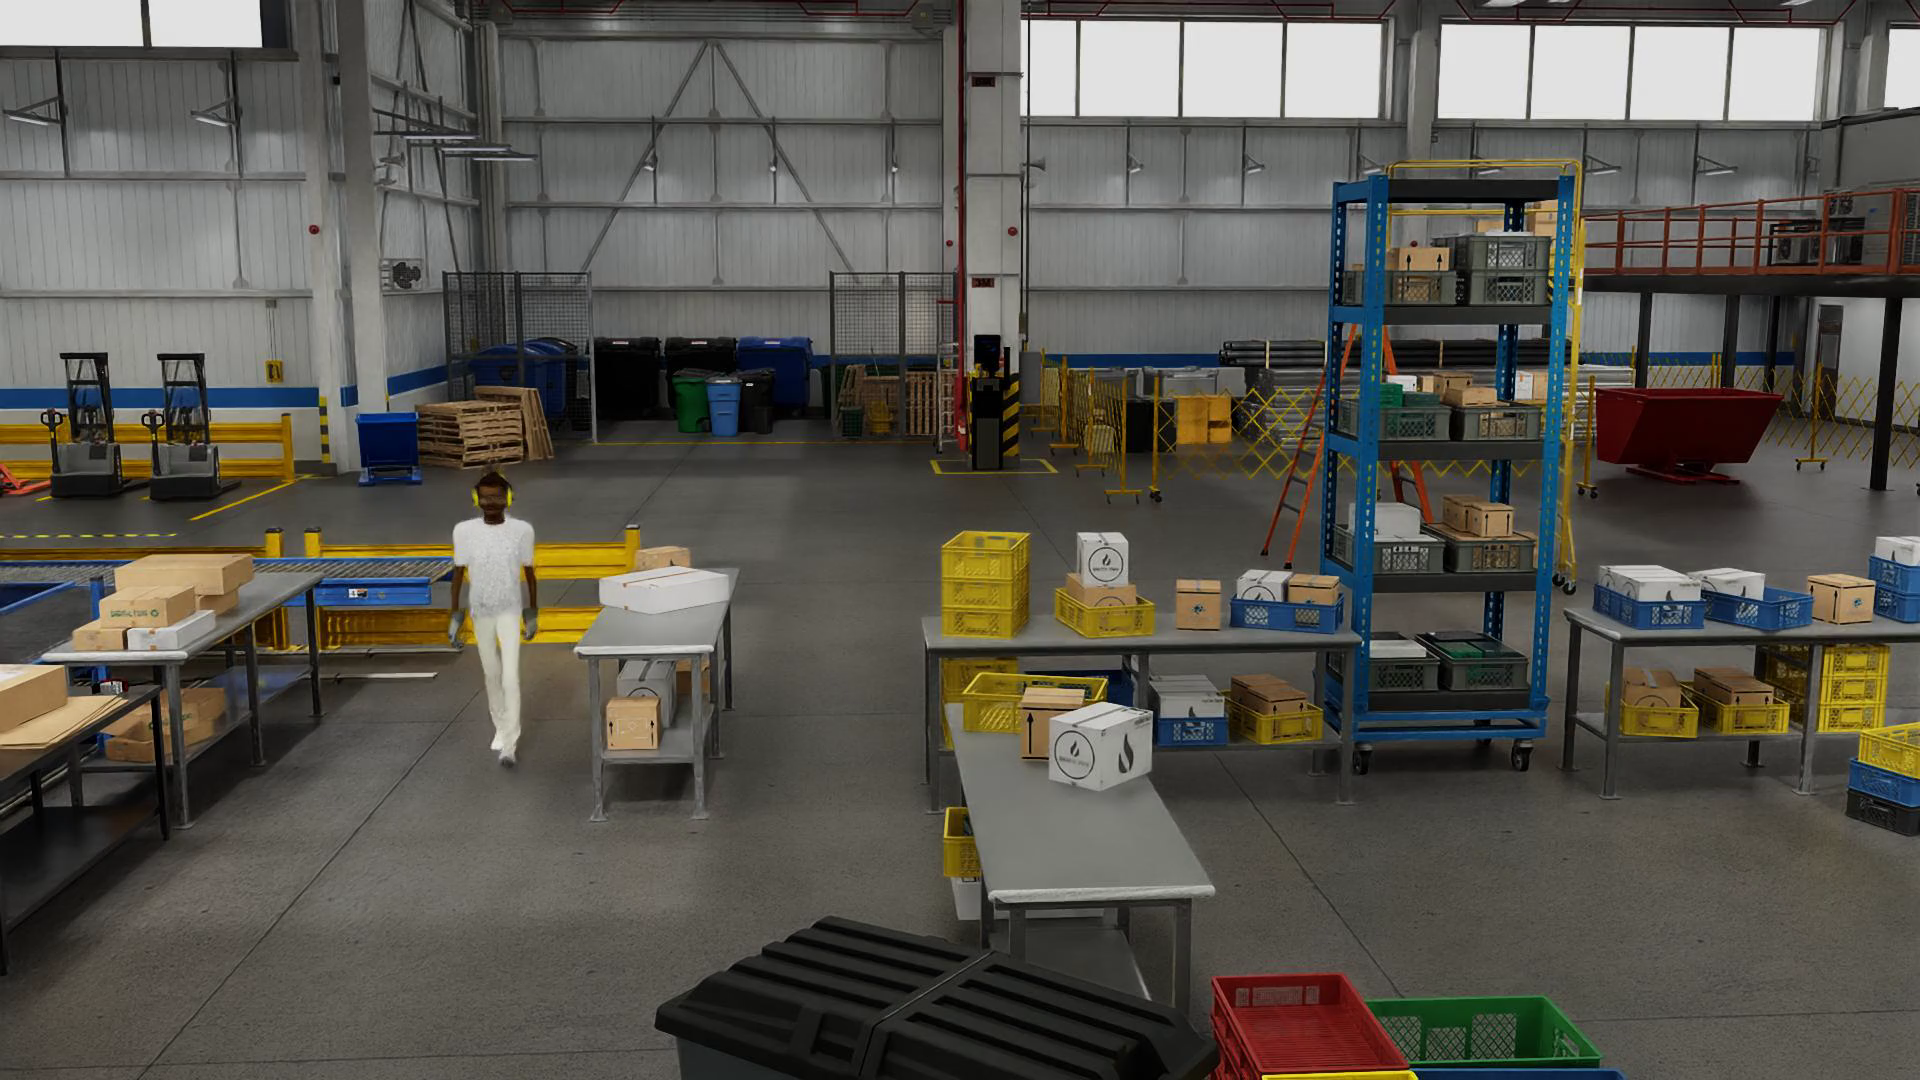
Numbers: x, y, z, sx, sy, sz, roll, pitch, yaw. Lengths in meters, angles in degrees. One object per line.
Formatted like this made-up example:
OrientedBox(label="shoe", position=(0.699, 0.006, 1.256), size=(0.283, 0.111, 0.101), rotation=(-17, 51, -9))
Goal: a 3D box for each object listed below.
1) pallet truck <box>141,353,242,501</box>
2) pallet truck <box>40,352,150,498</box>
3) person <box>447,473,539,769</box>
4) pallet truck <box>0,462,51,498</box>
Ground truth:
OrientedBox(label="pallet truck", position=(-10.520, -1.604, 22.925), size=(0.823, 1.965, 1.885), rotation=(-1, 9, -6))
OrientedBox(label="pallet truck", position=(-11.907, -1.642, 23.165), size=(0.823, 1.965, 1.885), rotation=(0, 9, 0))
OrientedBox(label="person", position=(-2.899, 0.491, 10.333), size=(0.518, 1.819, 0.981), rotation=(-1, 9, -6))
OrientedBox(label="pallet truck", position=(-13.193, -1.293, 23.148), size=(0.653, 1.274, 1.630), rotation=(-1, 9, -4))
